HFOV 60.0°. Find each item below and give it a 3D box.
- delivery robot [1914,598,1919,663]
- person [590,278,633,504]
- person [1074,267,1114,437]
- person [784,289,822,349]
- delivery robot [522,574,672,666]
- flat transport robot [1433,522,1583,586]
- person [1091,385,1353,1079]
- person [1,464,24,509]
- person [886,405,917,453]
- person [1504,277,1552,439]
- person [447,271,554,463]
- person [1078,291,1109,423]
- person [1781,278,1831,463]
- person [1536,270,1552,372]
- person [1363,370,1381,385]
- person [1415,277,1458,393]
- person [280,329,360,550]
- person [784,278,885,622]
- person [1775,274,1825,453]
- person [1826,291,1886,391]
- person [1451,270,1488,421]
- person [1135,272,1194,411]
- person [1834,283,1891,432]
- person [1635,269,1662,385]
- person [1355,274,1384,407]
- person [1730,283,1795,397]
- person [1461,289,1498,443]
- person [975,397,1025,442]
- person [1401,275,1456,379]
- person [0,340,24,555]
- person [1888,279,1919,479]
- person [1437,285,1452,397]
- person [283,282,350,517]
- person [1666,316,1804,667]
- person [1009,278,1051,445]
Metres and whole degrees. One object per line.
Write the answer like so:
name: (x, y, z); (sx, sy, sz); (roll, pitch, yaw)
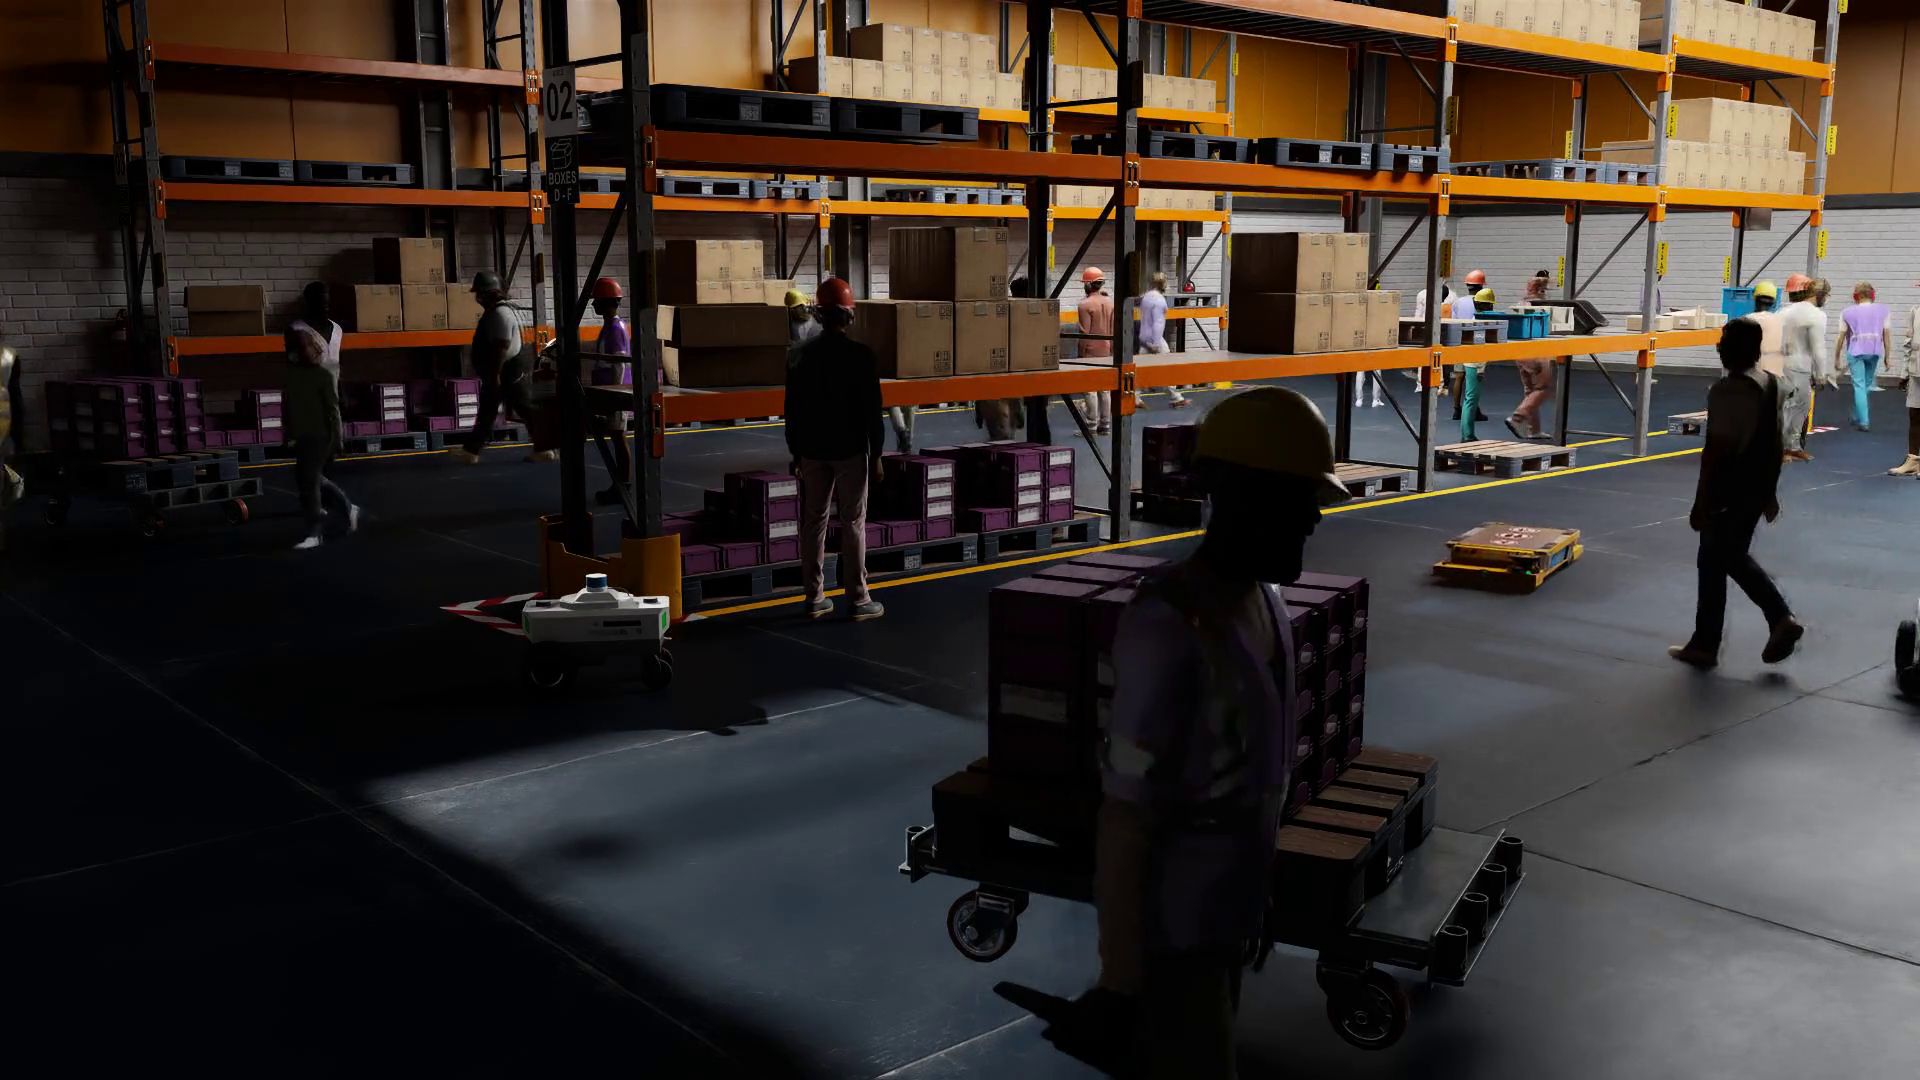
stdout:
delivery robot: (4.878, 0.425, 8.121); (0.477, 0.478, 0.707); (5, 11, 28)
person: (-2.999, -1.275, 14.302); (0.360, 1.939, 0.543); (-2, 10, -14)
person: (1.564, -2.205, 19.584); (0.393, 1.992, 0.622); (8, 13, 41)
person: (-1.549, -1.662, 17.015); (0.686, 1.789, 0.437); (0, 10, -3)
delivery robot: (-1.785, 0.410, 8.210); (0.707, 0.478, 0.477); (-2, 10, -9)
flat transport robot: (3.737, 0.076, 11.267); (0.652, 0.197, 1.431); (6, 11, 31)
person: (0.433, 0.668, 3.068); (0.501, 1.893, 0.637); (4, 11, 24)
person: (-8.108, -1.040, 13.842); (0.400, 1.621, 0.523); (-5, 11, -29)
person: (-0.604, -1.830, 17.925); (0.608, 1.823, 0.627); (-3, 10, -18)
person: (6.572, -2.072, 19.130); (0.806, 1.883, 0.692); (-3, 10, -16)
person: (-4.697, -1.785, 16.991); (1.066, 2.000, 0.694); (-4, 11, -24)
person: (1.704, -2.305, 21.057); (0.420, 1.689, 0.538); (-4, 11, -23)
person: (8.596, -1.705, 16.943); (0.689, 1.893, 0.654); (0, 10, 1)
person: (10.696, -4.029, 30.626); (0.328, 1.872, 0.510); (-5, 11, -25)
person: (6.709, -3.374, 27.164); (0.484, 1.744, 0.296); (4, 11, 25)
person: (7.361, -3.209, 25.786); (0.652, 1.899, 0.399); (1, 10, 5)
person: (-4.758, -0.768, 12.347); (0.506, 1.605, 0.754); (4, 11, 25)
person: (-0.719, -0.518, 9.709); (0.622, 1.992, 0.387); (4, 10, 22)
person: (8.718, -1.805, 17.410); (0.357, 1.937, 0.551); (-8, 13, -39)
person: (14.212, -3.160, 26.308); (0.821, 1.606, 0.519); (4, 10, 21)
person: (6.605, -2.502, 21.487); (0.375, 1.939, 0.546); (-8, 12, -39)
person: (2.774, -2.726, 22.893); (0.958, 1.894, 0.651); (-3, 10, -16)
person: (11.042, -2.245, 20.404); (0.585, 1.788, 0.981); (2, 10, 9)
person: (11.456, -3.597, 27.590); (0.377, 2.045, 0.605); (7, 12, 34)
person: (5.780, -2.810, 23.490); (0.521, 1.873, 0.328); (4, 11, 23)
person: (8.152, -1.667, 16.898); (0.620, 1.848, 0.880); (-1, 10, -6)
person: (5.793, -1.915, 18.570); (0.329, 1.764, 0.524); (2, 10, 13)
person: (0.295, -1.072, 14.050); (0.689, 1.617, 0.520); (-7, 12, -36)
person: (8.190, -3.747, 28.807); (1.050, 1.938, 0.625); (-1, 10, -7)
person: (-6.899, -0.766, 11.687); (0.794, 1.820, 0.639); (8, 12, 38)
person: (9.215, -1.590, 15.839); (0.386, 2.041, 0.611); (-3, 10, -19)
person: (7.234, -3.000, 25.109); (0.542, 1.695, 0.316); (-6, 12, -33)
person: (-5.296, -1.162, 13.703); (0.375, 1.916, 0.592); (3, 10, 19)
person: (4.014, -0.222, 8.501); (0.601, 1.827, 0.579); (-6, 11, -31)
person: (0.561, -1.509, 15.744); (0.633, 1.905, 1.000); (8, 12, 38)
